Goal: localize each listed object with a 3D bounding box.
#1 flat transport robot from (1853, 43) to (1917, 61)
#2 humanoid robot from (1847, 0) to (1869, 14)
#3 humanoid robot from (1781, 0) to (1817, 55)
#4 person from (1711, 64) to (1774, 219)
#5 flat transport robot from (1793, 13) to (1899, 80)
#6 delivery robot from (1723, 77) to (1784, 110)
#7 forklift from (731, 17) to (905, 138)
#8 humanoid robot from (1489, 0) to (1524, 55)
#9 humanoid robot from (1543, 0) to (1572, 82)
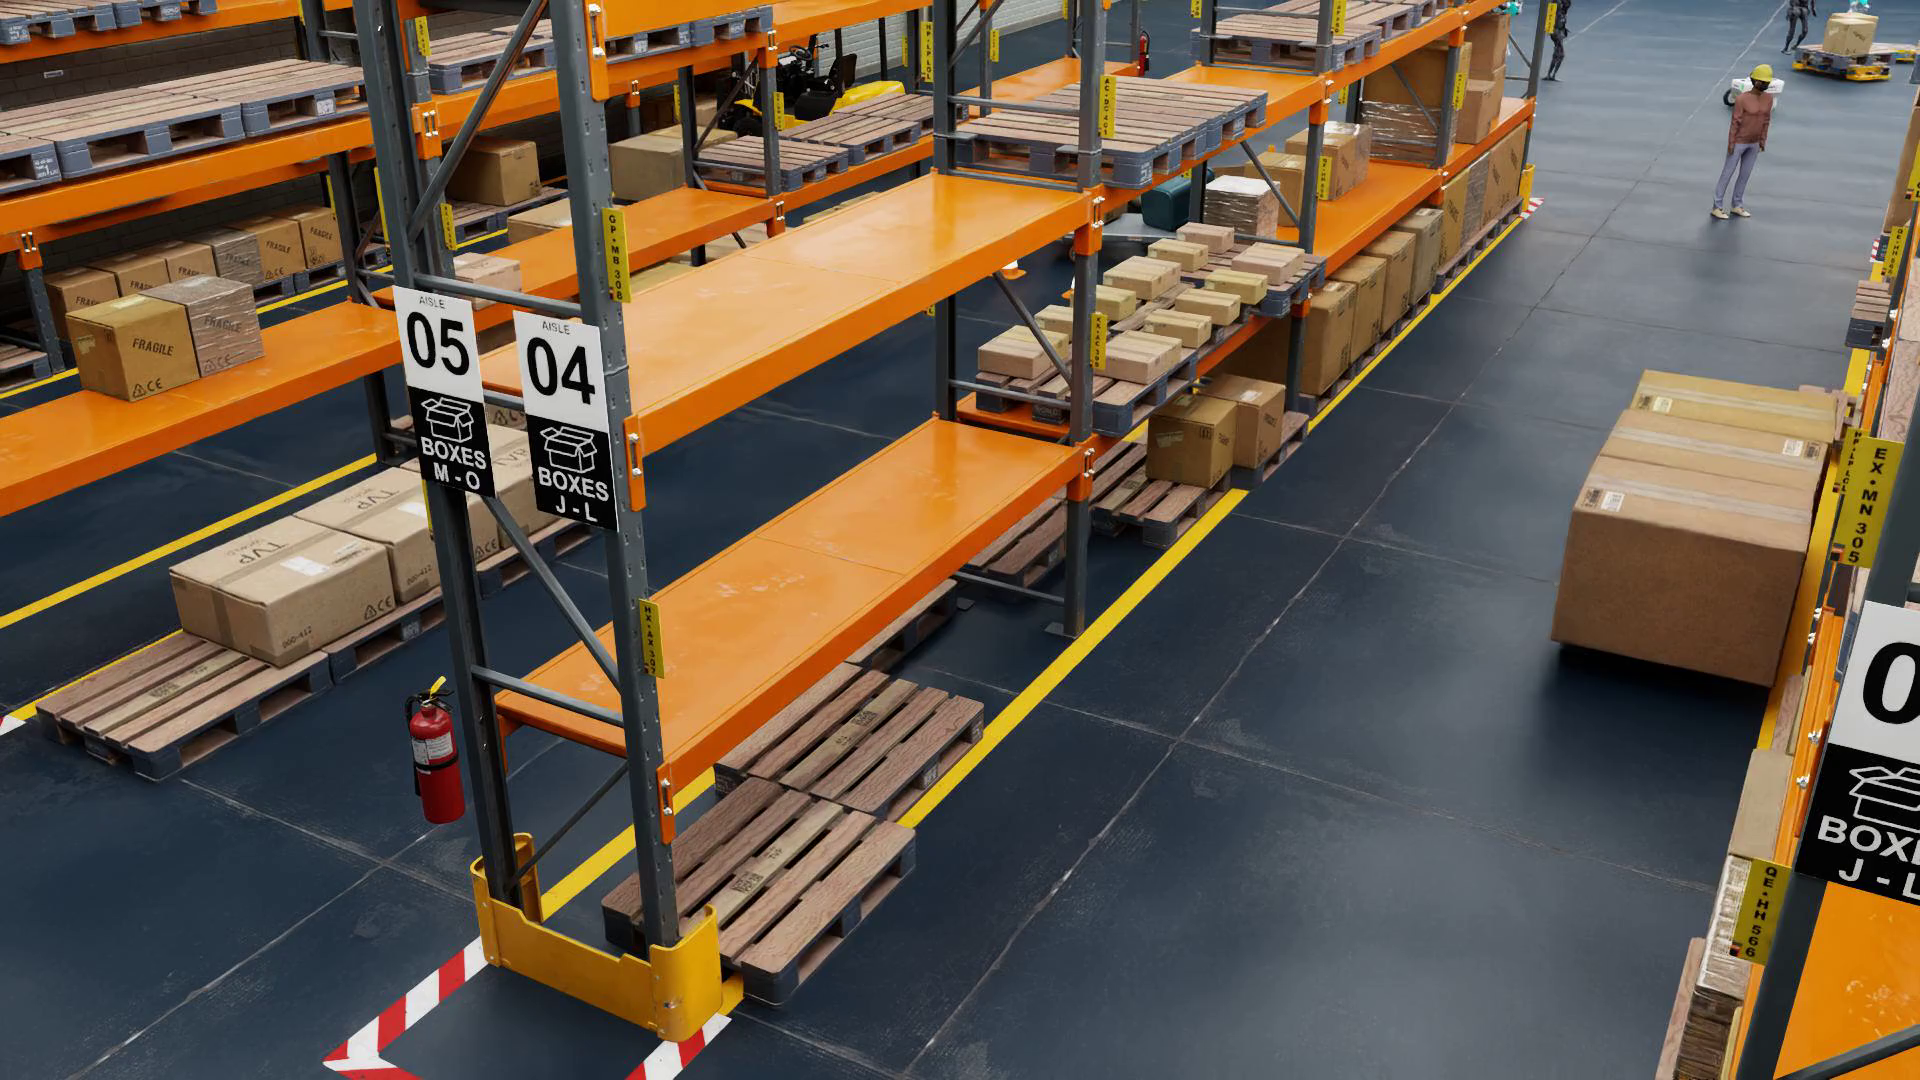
[{"bbox_3d":[16.132,-8.509,29.022,1.431,0.231,0.659,10,27,20],"label":"flat transport robot"},{"bbox_3d":[17.107,-10.566,31.630,0.737,1.808,0.538,7,27,14],"label":"humanoid robot"},{"bbox_3d":[14.755,-9.361,29.173,0.601,1.641,0.366,-9,27,-19],"label":"humanoid robot"},{"bbox_3d":[9.064,-4.577,19.139,0.521,1.760,0.343,-8,27,-17],"label":"person"},{"bbox_3d":[14.671,-7.859,27.671,0.659,0.231,1.431,-9,27,-18],"label":"flat transport robot"},{"bbox_3d":[12.000,-6.779,25.087,0.744,0.584,0.513,-4,26,-8],"label":"delivery robot"},{"bbox_3d":[-1.819,-5.975,21.543,2.313,2.155,1.214,14,29,26],"label":"forklift"},{"bbox_3d":[9.548,-9.379,29.163,0.541,1.820,0.659,-15,29,-28],"label":"humanoid robot"},{"bbox_3d":[9.722,-8.267,26.894,0.380,1.655,0.588,11,28,21],"label":"humanoid robot"}]
